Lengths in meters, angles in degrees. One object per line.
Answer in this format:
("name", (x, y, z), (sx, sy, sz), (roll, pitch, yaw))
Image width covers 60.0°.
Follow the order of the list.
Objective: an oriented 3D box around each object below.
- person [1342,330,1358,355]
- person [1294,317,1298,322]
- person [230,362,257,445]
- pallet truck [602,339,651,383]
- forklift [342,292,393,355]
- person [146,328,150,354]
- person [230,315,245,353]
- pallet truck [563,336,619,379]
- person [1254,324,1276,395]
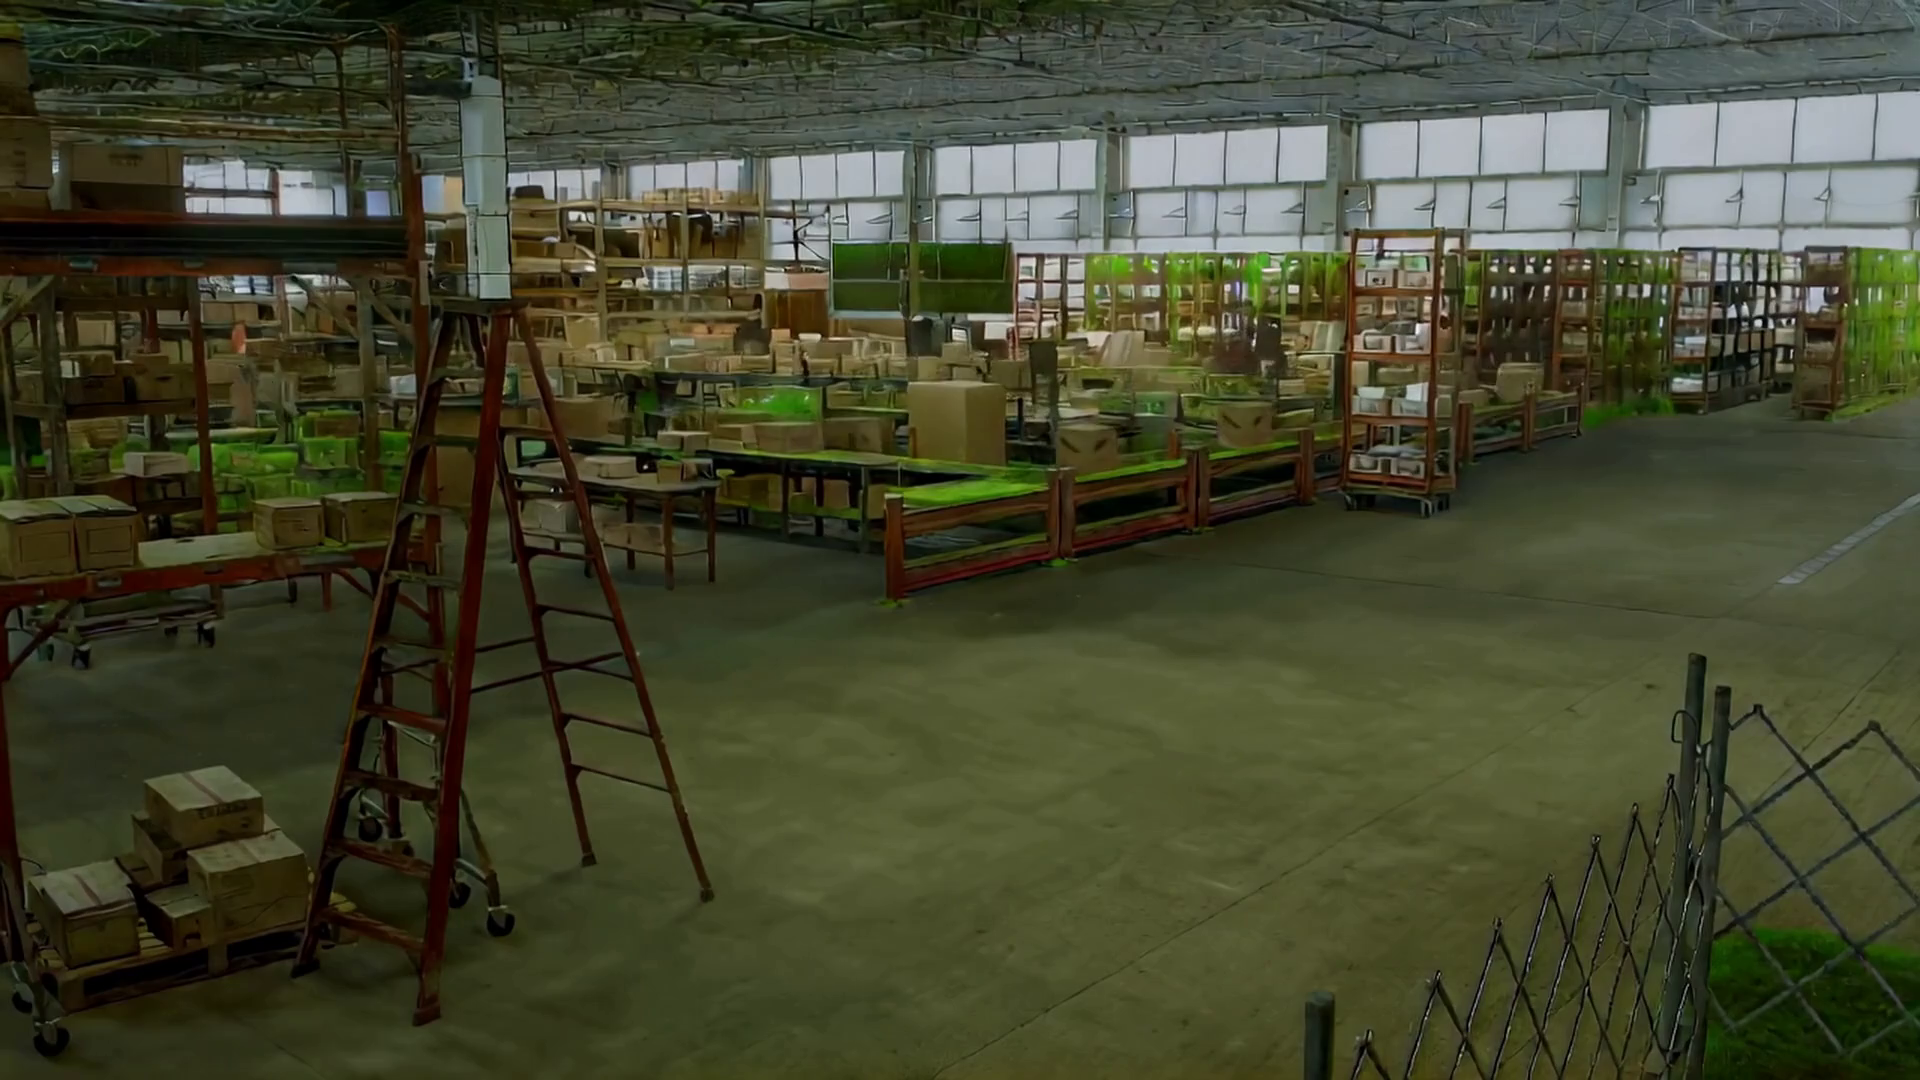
("person", (8.441, -3.659, 36.191), (0.673, 1.814, 0.598), (7, 11, 36))
("person", (10.275, -6.051, 50.605), (0.414, 1.985, 0.611), (7, 11, 36))
("person", (-10.472, -1.709, 24.191), (0.546, 1.748, 0.538), (6, 11, 34))
("pallet truck", (-8.991, -4.871, 45.351), (0.653, 1.274, 1.630), (7, 11, 37))
("forklift", (-16.485, -5.622, 45.120), (1.129, 2.768, 1.873), (7, 11, 37))
("person", (-21.394, -4.768, 43.784), (0.838, 1.587, 0.521), (-7, 11, -36))
("person", (-19.148, -4.997, 44.146), (0.365, 1.939, 0.636), (-5, 10, -27))
("pallet truck", (-10.690, -5.294, 48.215), (1.601, 1.201, 0.680), (-5, 10, -26))
("person", (7.316, -4.166, 39.229), (0.663, 1.849, 1.008), (-8, 12, -42))
